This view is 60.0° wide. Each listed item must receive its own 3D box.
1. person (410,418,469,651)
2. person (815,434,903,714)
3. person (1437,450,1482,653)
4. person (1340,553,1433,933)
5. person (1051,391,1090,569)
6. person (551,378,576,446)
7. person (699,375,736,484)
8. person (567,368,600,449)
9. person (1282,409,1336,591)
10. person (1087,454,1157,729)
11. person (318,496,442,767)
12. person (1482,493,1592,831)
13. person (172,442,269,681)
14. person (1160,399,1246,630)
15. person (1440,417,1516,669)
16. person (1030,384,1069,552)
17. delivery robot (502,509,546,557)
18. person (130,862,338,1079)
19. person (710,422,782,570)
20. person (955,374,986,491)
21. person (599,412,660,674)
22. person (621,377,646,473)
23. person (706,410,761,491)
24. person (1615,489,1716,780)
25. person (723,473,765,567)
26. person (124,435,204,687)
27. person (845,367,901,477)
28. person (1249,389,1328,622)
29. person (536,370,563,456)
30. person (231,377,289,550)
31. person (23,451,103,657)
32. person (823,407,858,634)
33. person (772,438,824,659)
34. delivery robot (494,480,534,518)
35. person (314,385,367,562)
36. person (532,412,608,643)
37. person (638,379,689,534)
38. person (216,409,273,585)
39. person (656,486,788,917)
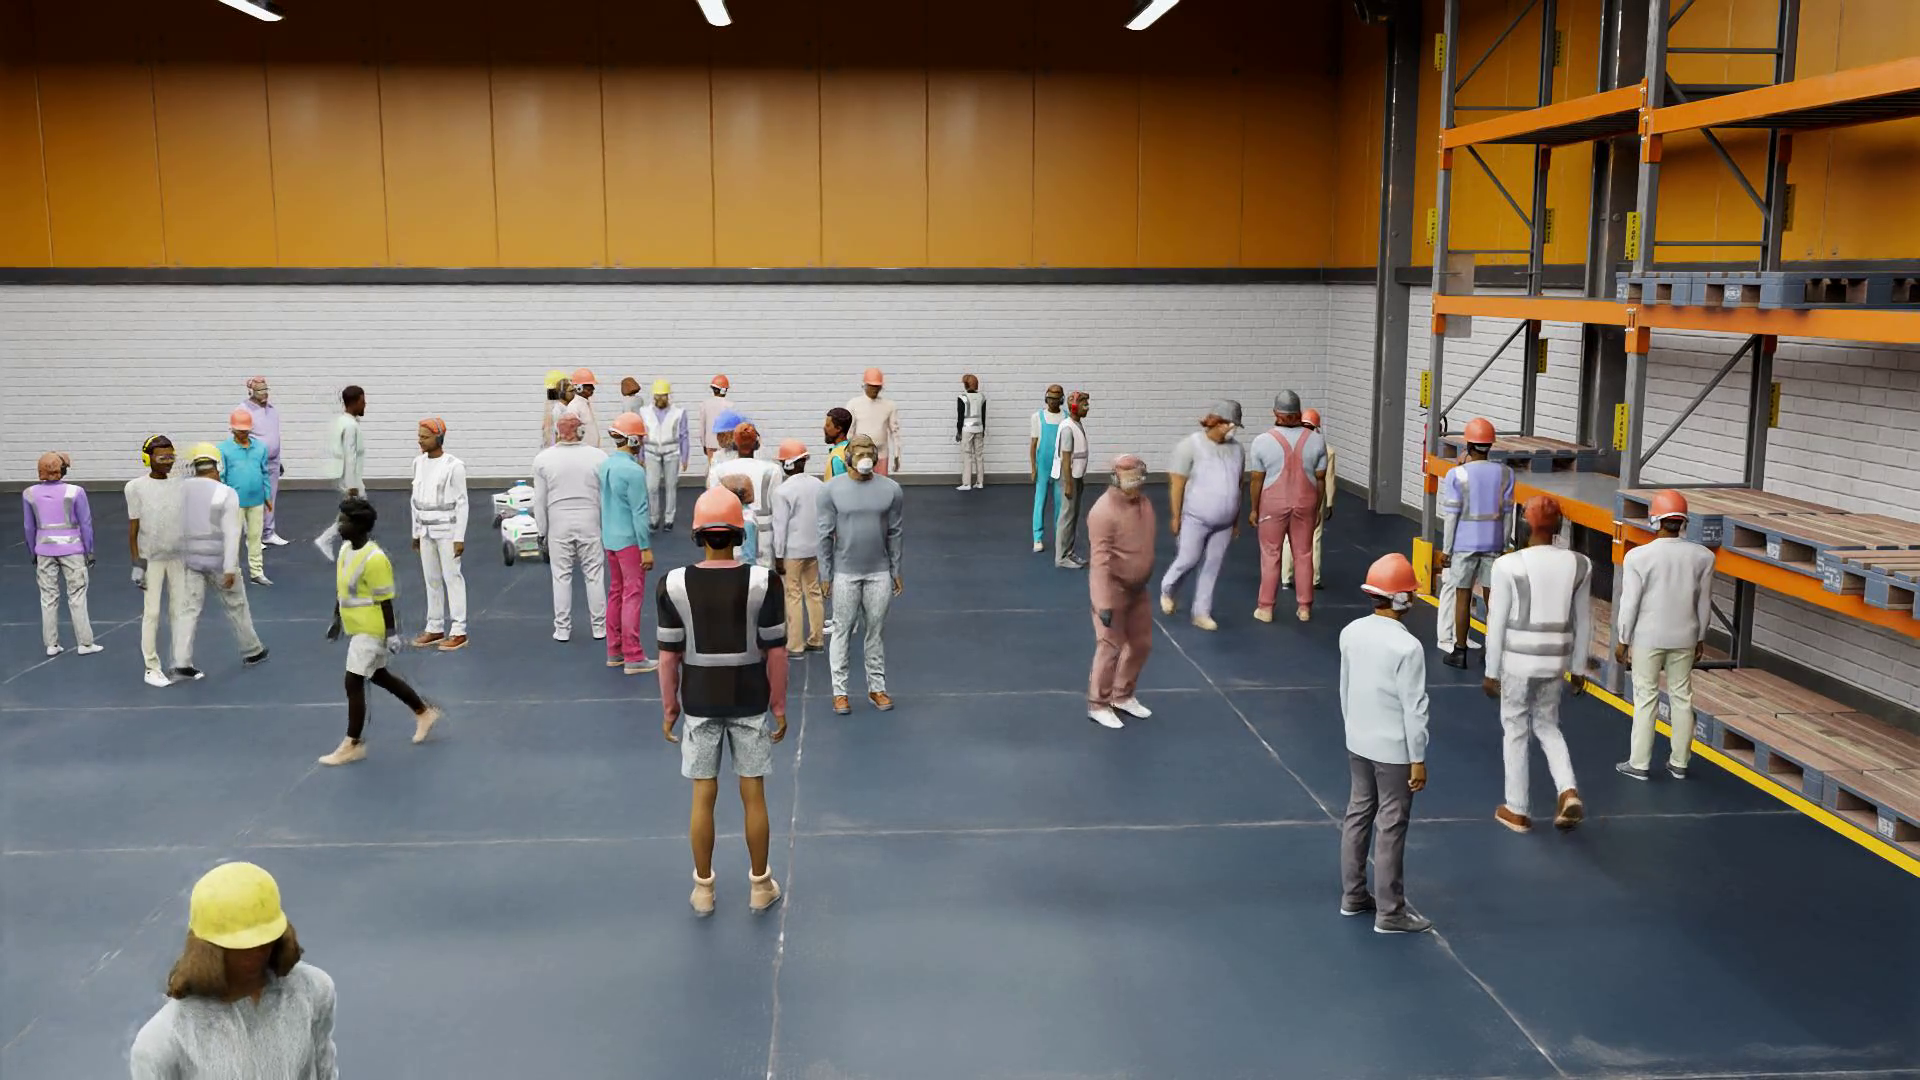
[{"bbox_3d":[-4.224,-0.048,13.454,0.582,1.882,0.351,5,10,30],"label":"person"},{"bbox_3d":[-0.684,0.231,11.530,0.630,1.940,0.372,-3,10,-21],"label":"person"},{"bbox_3d":[4.052,0.088,13.360,0.518,1.639,0.312,-8,12,-40],"label":"person"},{"bbox_3d":[1.977,0.931,7.700,0.321,1.755,0.563,-4,10,-23],"label":"person"},{"bbox_3d":[1.142,-0.619,17.196,0.387,1.837,0.563,3,9,16],"label":"person"},{"bbox_3d":[-4.520,-0.936,19.149,0.342,1.846,0.509,0,9,1],"label":"person"},{"bbox_3d":[-3.073,-1.247,21.383,0.575,1.749,0.333,5,10,27],"label":"person"},{"bbox_3d":[-4.189,-0.917,18.560,0.376,1.995,0.609,0,9,0],"label":"person"},{"bbox_3d":[3.328,-0.383,15.994,0.562,1.743,0.345,3,10,20],"label":"person"},{"bbox_3d":[1.055,0.343,11.052,0.500,1.867,0.668,8,12,42],"label":"person"},{"bbox_3d":[-3.657,0.540,10.439,0.794,1.667,0.533,-7,11,-36],"label":"person"},{"bbox_3d":[3.107,0.683,8.931,0.576,1.871,0.523,-2,9,-9],"label":"person"},{"bbox_3d":[-5.674,0.153,12.555,0.582,1.774,0.894,1,9,6],"label":"person"},{"bbox_3d":[2.127,-0.264,14.313,0.710,2.000,0.697,-3,10,-20],"label":"person"},{"bbox_3d":[3.962,0.030,12.777,0.543,1.942,0.352,-1,9,-4],"label":"person"},{"bbox_3d":[1.020,-0.787,18.225,0.506,1.842,0.350,-1,9,-9],"label":"person"},{"bbox_3d":[-4.607,-0.086,17.553,0.477,0.478,0.707,-4,10,-26],"label":"delivery robot"},{"bbox_3d":[-1.662,1.566,3.900,0.919,1.692,0.506,9,13,44],"label":"person"},{"bbox_3d":[-1.651,0.021,13.032,0.579,1.881,0.342,-1,9,-4],"label":"person"},{"bbox_3d":[0.156,-1.510,23.403,0.522,1.637,0.306,-8,12,-40],"label":"person"},{"bbox_3d":[-2.534,0.017,12.737,0.405,1.986,0.620,-7,11,-35],"label":"person"},{"bbox_3d":[-4.494,-1.421,22.853,0.280,1.633,0.498,3,9,17],"label":"person"},{"bbox_3d":[-1.959,-0.122,13.846,0.949,1.903,0.621,-8,12,-40],"label":"person"},{"bbox_3d":[4.210,0.569,9.984,0.561,1.752,0.327,-1,9,-4],"label":"person"},{"bbox_3d":[-1.542,0.331,11.844,0.310,1.636,0.522,-3,9,-15],"label":"person"},{"bbox_3d":[-5.881,0.153,12.293,0.328,1.859,0.503,7,11,38],"label":"person"},{"bbox_3d":[-0.995,-0.966,18.899,0.649,1.987,0.405,-2,9,-14],"label":"person"},{"bbox_3d":[2.839,-0.304,14.569,0.677,2.000,0.536,-1,9,-4],"label":"person"},{"bbox_3d":[-4.837,-1.082,19.871,0.436,1.900,0.652,-7,11,-37],"label":"person"},{"bbox_3d":[-7.739,-0.856,18.452,0.403,1.906,0.652,3,9,17],"label":"person"},{"bbox_3d":[-7.123,0.117,13.190,0.518,1.639,0.312,-1,9,-4],"label":"person"},{"bbox_3d":[-0.990,-0.165,14.073,0.392,1.922,0.591,0,9,3],"label":"person"},{"bbox_3d":[-1.295,0.064,13.190,0.353,1.743,0.566,6,11,35],"label":"person"},{"bbox_3d":[-5.264,-0.477,20.011,0.477,0.478,0.707,5,11,30],"label":"delivery robot"},{"bbox_3d":[-6.326,-0.646,17.138,0.578,1.898,0.615,-4,10,-24],"label":"person"},{"bbox_3d":[-3.189,-0.104,13.748,0.643,1.905,0.399,-2,9,-14],"label":"person"},{"bbox_3d":[-3.480,-0.965,19.422,0.620,1.809,0.732,-1,9,-4],"label":"person"},{"bbox_3d":[-6.902,-0.397,16.073,0.346,1.742,0.570,7,11,36],"label":"person"},{"bbox_3d":[-1.111,0.763,7.845,0.605,2.048,0.368,-1,9,-4],"label":"person"}]
